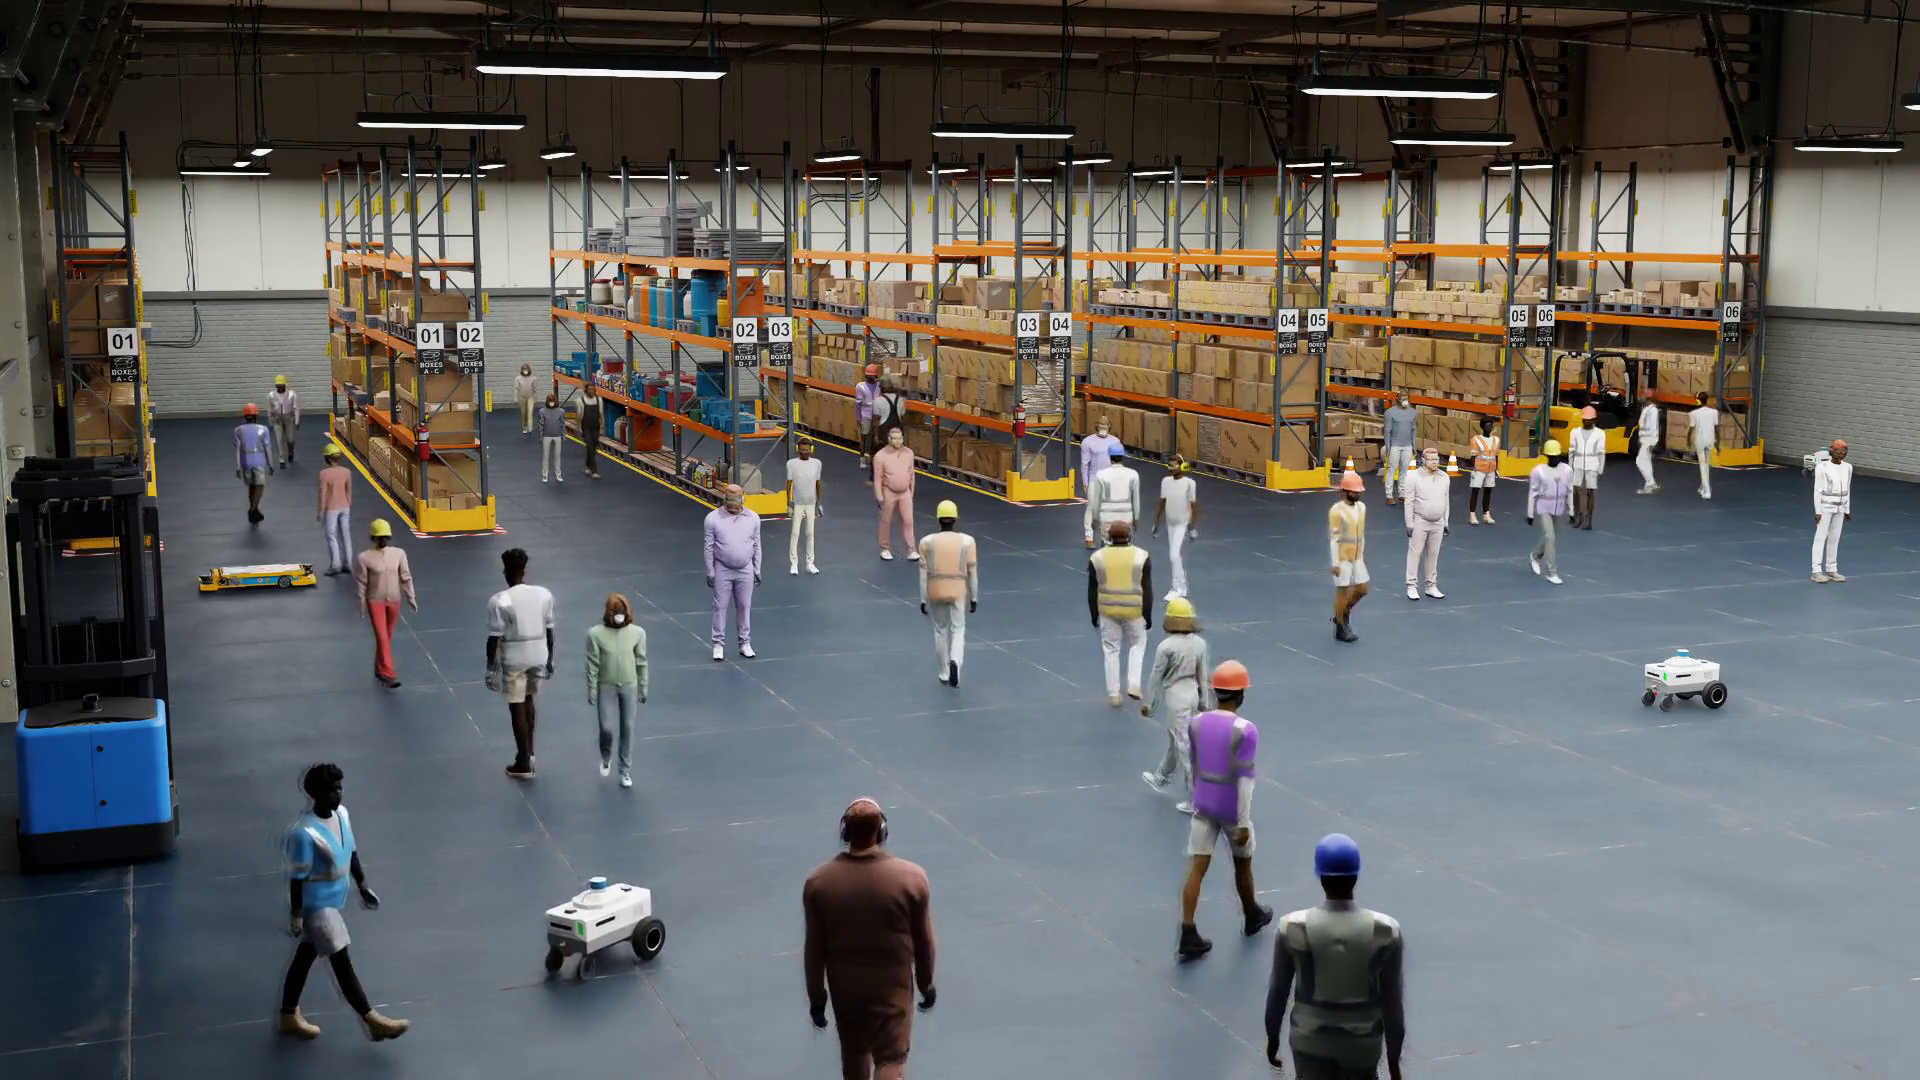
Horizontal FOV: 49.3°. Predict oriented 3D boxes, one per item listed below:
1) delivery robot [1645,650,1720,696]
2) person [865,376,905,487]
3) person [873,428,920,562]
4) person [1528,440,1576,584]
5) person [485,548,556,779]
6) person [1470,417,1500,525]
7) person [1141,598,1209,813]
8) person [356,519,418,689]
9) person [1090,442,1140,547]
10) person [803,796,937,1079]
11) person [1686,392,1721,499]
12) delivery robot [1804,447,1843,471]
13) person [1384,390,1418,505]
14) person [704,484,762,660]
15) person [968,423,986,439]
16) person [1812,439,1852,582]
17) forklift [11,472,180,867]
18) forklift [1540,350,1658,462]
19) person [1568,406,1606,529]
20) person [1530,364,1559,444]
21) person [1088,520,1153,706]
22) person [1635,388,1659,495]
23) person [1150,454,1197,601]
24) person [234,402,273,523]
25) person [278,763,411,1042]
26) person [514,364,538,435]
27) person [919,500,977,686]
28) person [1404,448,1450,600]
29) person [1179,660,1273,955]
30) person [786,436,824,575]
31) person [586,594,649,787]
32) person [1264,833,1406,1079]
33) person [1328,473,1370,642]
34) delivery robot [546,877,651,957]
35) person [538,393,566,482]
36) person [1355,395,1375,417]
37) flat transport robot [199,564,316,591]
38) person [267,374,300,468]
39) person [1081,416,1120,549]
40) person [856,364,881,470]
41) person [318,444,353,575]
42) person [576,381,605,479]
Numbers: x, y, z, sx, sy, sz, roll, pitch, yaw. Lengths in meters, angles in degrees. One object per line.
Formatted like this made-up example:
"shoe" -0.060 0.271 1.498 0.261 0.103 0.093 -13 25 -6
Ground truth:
"delivery robot" 7.063 1.317 20.489 0.707 0.478 0.477 -3 9 -21
"person" -1.370 -1.916 37.423 0.711 2.000 0.808 -7 11 -38
"person" -0.870 -0.617 29.200 0.677 1.862 0.935 -4 10 -26
"person" 7.792 -0.414 27.792 0.595 1.890 0.883 -2 9 -15
"person" -3.787 1.037 17.959 0.694 1.927 0.697 -8 12 -42
"person" 8.244 -1.092 32.922 0.532 1.697 0.322 -3 9 -19
"person" 1.708 1.308 16.922 0.493 1.703 0.877 -7 11 -39
"person" -5.847 0.638 21.318 0.536 1.717 0.902 -7 11 -38
"person" 1.973 -0.302 26.912 0.609 1.929 0.582 -2 9 -14
"person" -0.456 2.206 10.359 0.636 1.871 0.890 2 9 11
"person" 12.818 -1.650 36.199 0.548 1.829 0.849 0 9 -3
"delivery robot" 16.167 -1.491 39.209 0.707 0.478 0.477 -3 9 -21
"person" 7.422 -1.564 35.272 0.627 1.940 0.376 -3 9 -19
"person" -2.450 0.341 22.709 0.639 1.901 0.402 -3 9 -19
"person" 0.367 -3.180 46.560 0.611 1.792 0.926 -2 9 -12
"person" 11.510 -0.391 27.626 0.573 1.886 0.359 -3 9 -19
"forklift" -6.630 0.886 15.957 1.129 2.768 1.873 -3 9 -21
"forklift" 12.897 -2.725 42.309 2.313 2.155 1.214 -3 9 -21
"person" 9.648 -1.112 32.326 0.589 1.914 0.603 5 10 29
"person" 12.561 -2.911 44.998 0.588 1.725 0.391 3 9 17
"person" 1.566 0.718 20.464 0.635 1.827 0.450 2 9 10
"person" 11.971 -1.715 36.512 0.430 1.866 0.601 1 9 6
"person" 2.654 -0.162 26.256 0.748 1.845 0.534 -8 12 -43
"person" -11.163 -1.209 33.028 0.553 1.915 0.875 0 9 -2
"person" -3.556 2.072 11.952 0.865 1.640 0.531 1 9 6
"person" -9.760 -3.165 47.127 0.515 1.586 0.888 -1 9 -9
"person" -0.125 0.546 21.304 0.600 1.907 0.719 0 9 -2
"person" 5.894 -0.210 26.348 0.639 1.911 0.402 -3 9 -19
"person" 1.712 1.716 13.611 0.559 1.880 1.014 7 11 40
"person" -2.091 -0.472 28.245 0.520 1.865 0.333 -3 9 -19
"person" -2.861 1.250 17.530 0.517 1.621 0.361 -3 9 -18
"person" 1.725 2.288 9.712 0.629 1.891 1.033 1 9 5
"person" 4.389 0.193 23.598 0.579 1.921 0.412 -6 11 -36
"delivery robot" -2.297 2.392 13.323 0.477 0.478 0.707 5 10 33
"person" -7.470 -1.877 38.374 0.498 1.633 0.287 -3 9 -19
"person" 9.363 -3.539 48.391 0.619 1.960 0.907 -1 9 -8
"flat transport robot" -9.181 0.476 27.349 1.431 0.197 0.652 -3 9 -21
"person" -13.154 -2.320 40.705 0.609 1.819 0.564 -2 9 -12
"person" 2.055 -0.842 30.485 0.627 1.933 0.376 -3 9 -19
"person" -1.707 -2.374 40.368 0.605 2.033 0.402 -3 9 -19
"person" -8.424 -0.417 28.205 0.330 1.766 0.530 6 10 34
"person" -6.912 -2.075 39.108 0.518 1.818 0.866 -5 10 -29
